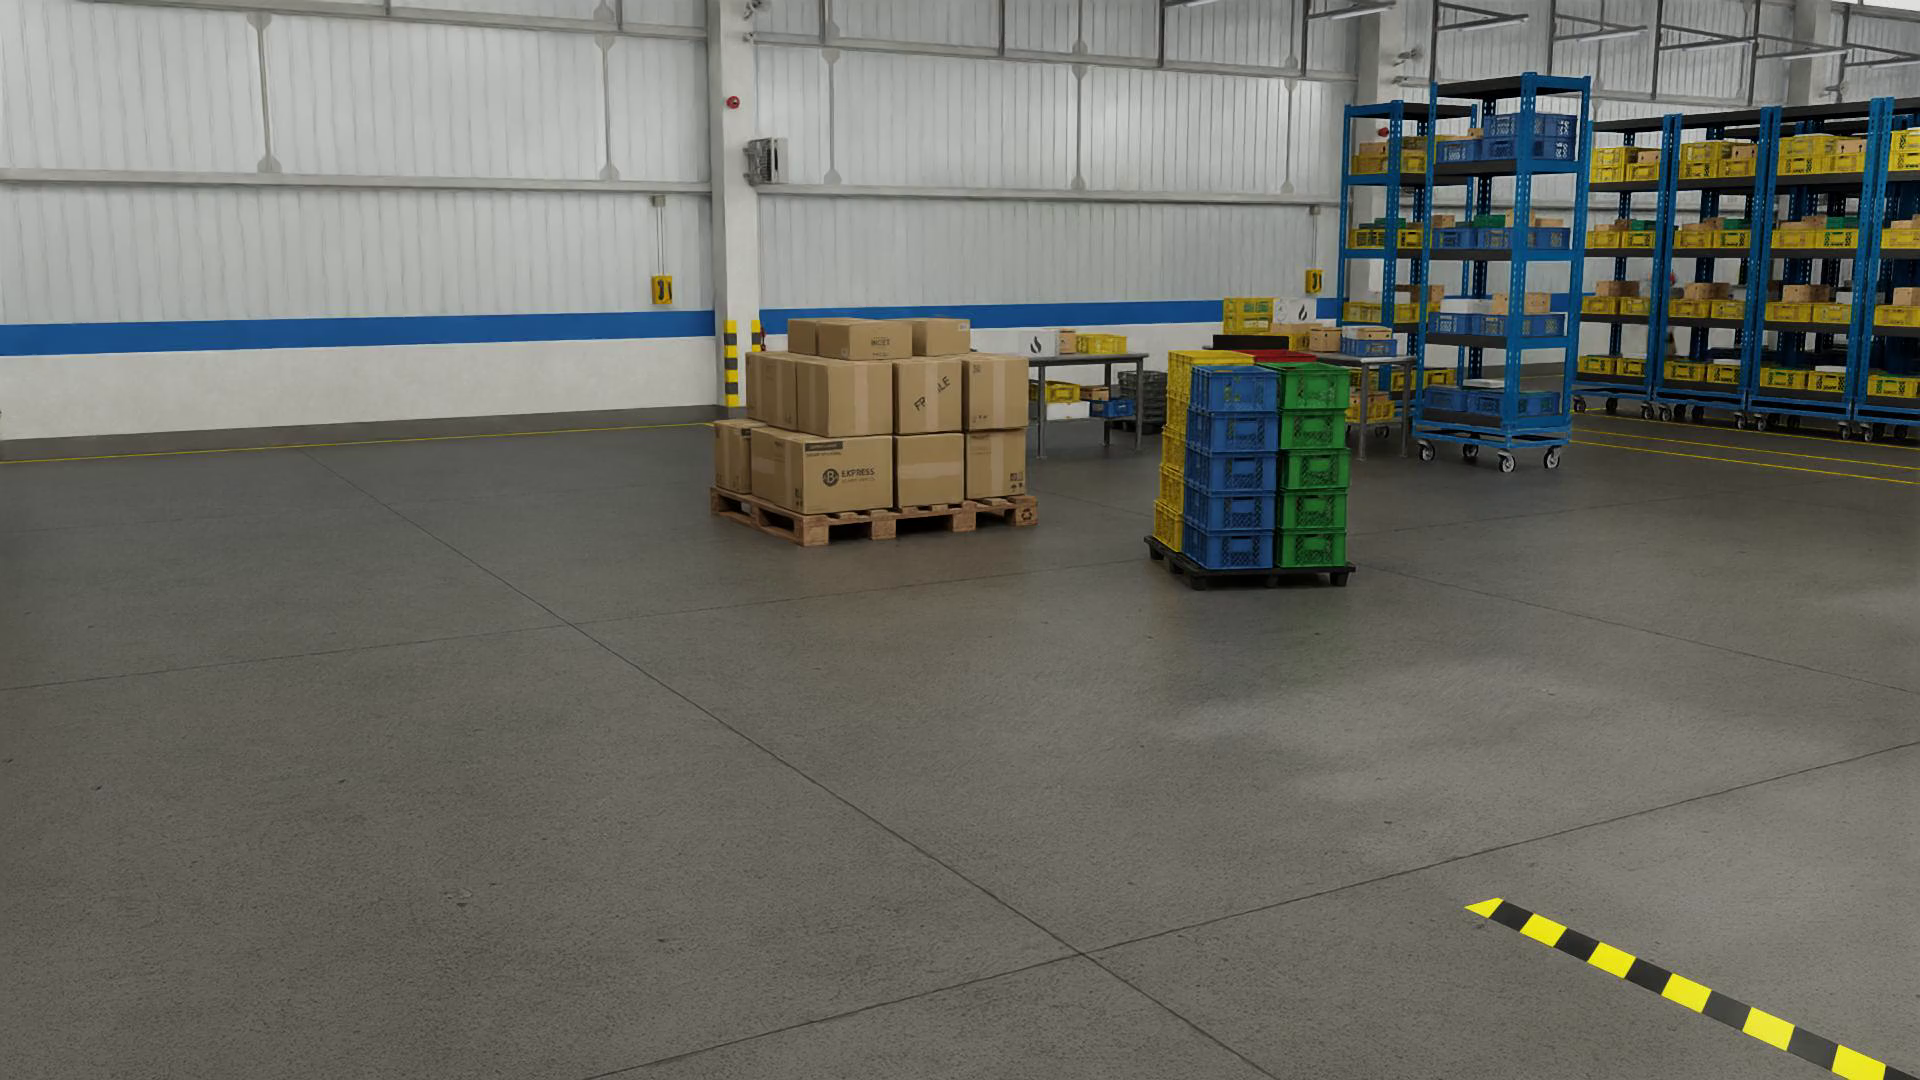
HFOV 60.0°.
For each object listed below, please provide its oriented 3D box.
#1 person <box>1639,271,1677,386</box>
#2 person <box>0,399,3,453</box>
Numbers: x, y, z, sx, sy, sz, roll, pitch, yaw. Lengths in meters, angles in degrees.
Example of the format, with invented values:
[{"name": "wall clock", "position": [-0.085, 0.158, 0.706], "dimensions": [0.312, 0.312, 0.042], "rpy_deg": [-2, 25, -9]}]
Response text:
[{"name": "person", "position": [10.395, -3.102, 24.540], "dimensions": [0.907, 1.702, 0.590], "rpy_deg": [-5, 11, -28]}, {"name": "person", "position": [-6.479, -0.685, 10.746], "dimensions": [0.539, 1.747, 0.533], "rpy_deg": [-5, 11, -28]}]
